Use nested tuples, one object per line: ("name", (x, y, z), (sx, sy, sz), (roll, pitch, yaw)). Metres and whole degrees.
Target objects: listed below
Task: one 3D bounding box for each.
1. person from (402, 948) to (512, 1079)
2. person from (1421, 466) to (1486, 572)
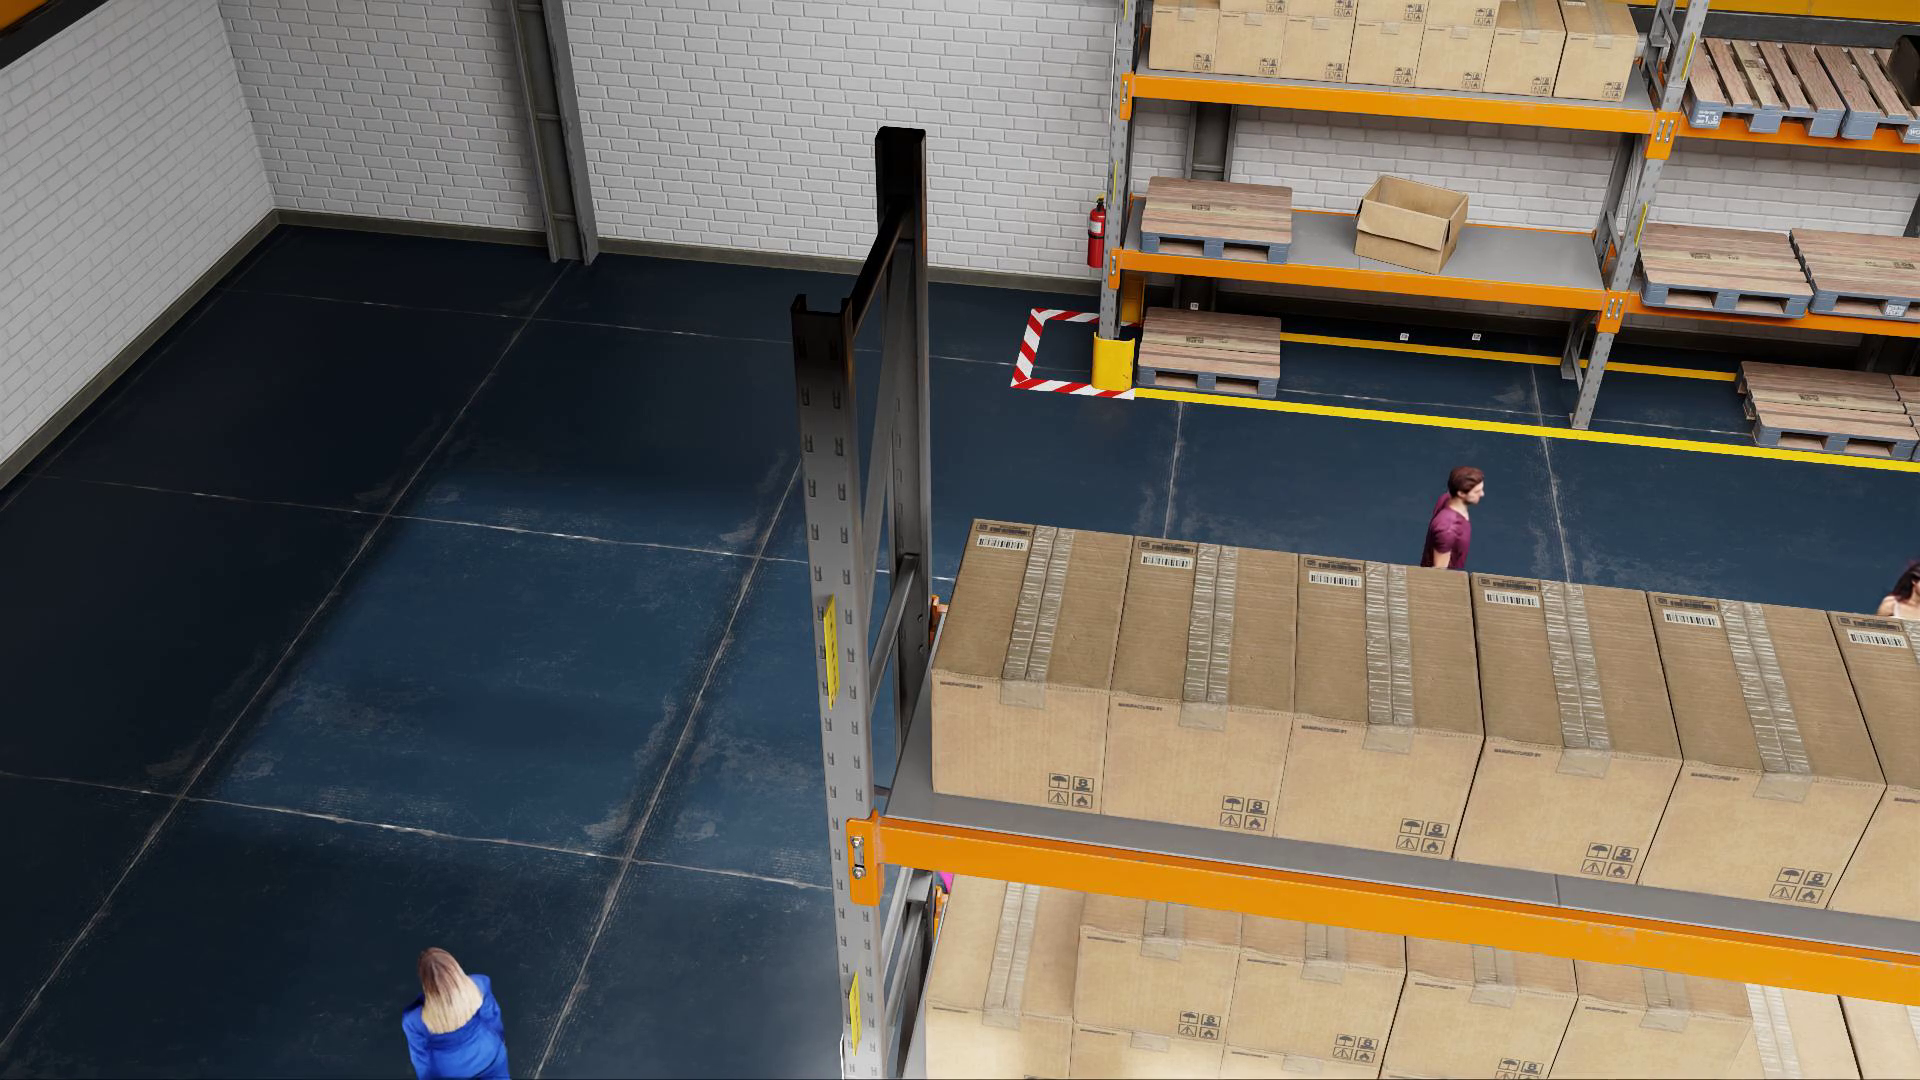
("person", (-2.411, 2.577, 8.140), (0.702, 1.698, 0.756), (-24, 45, -27))
("person", (3.076, 0.260, 10.937), (1.087, 1.827, 0.794), (13, 40, 16))
